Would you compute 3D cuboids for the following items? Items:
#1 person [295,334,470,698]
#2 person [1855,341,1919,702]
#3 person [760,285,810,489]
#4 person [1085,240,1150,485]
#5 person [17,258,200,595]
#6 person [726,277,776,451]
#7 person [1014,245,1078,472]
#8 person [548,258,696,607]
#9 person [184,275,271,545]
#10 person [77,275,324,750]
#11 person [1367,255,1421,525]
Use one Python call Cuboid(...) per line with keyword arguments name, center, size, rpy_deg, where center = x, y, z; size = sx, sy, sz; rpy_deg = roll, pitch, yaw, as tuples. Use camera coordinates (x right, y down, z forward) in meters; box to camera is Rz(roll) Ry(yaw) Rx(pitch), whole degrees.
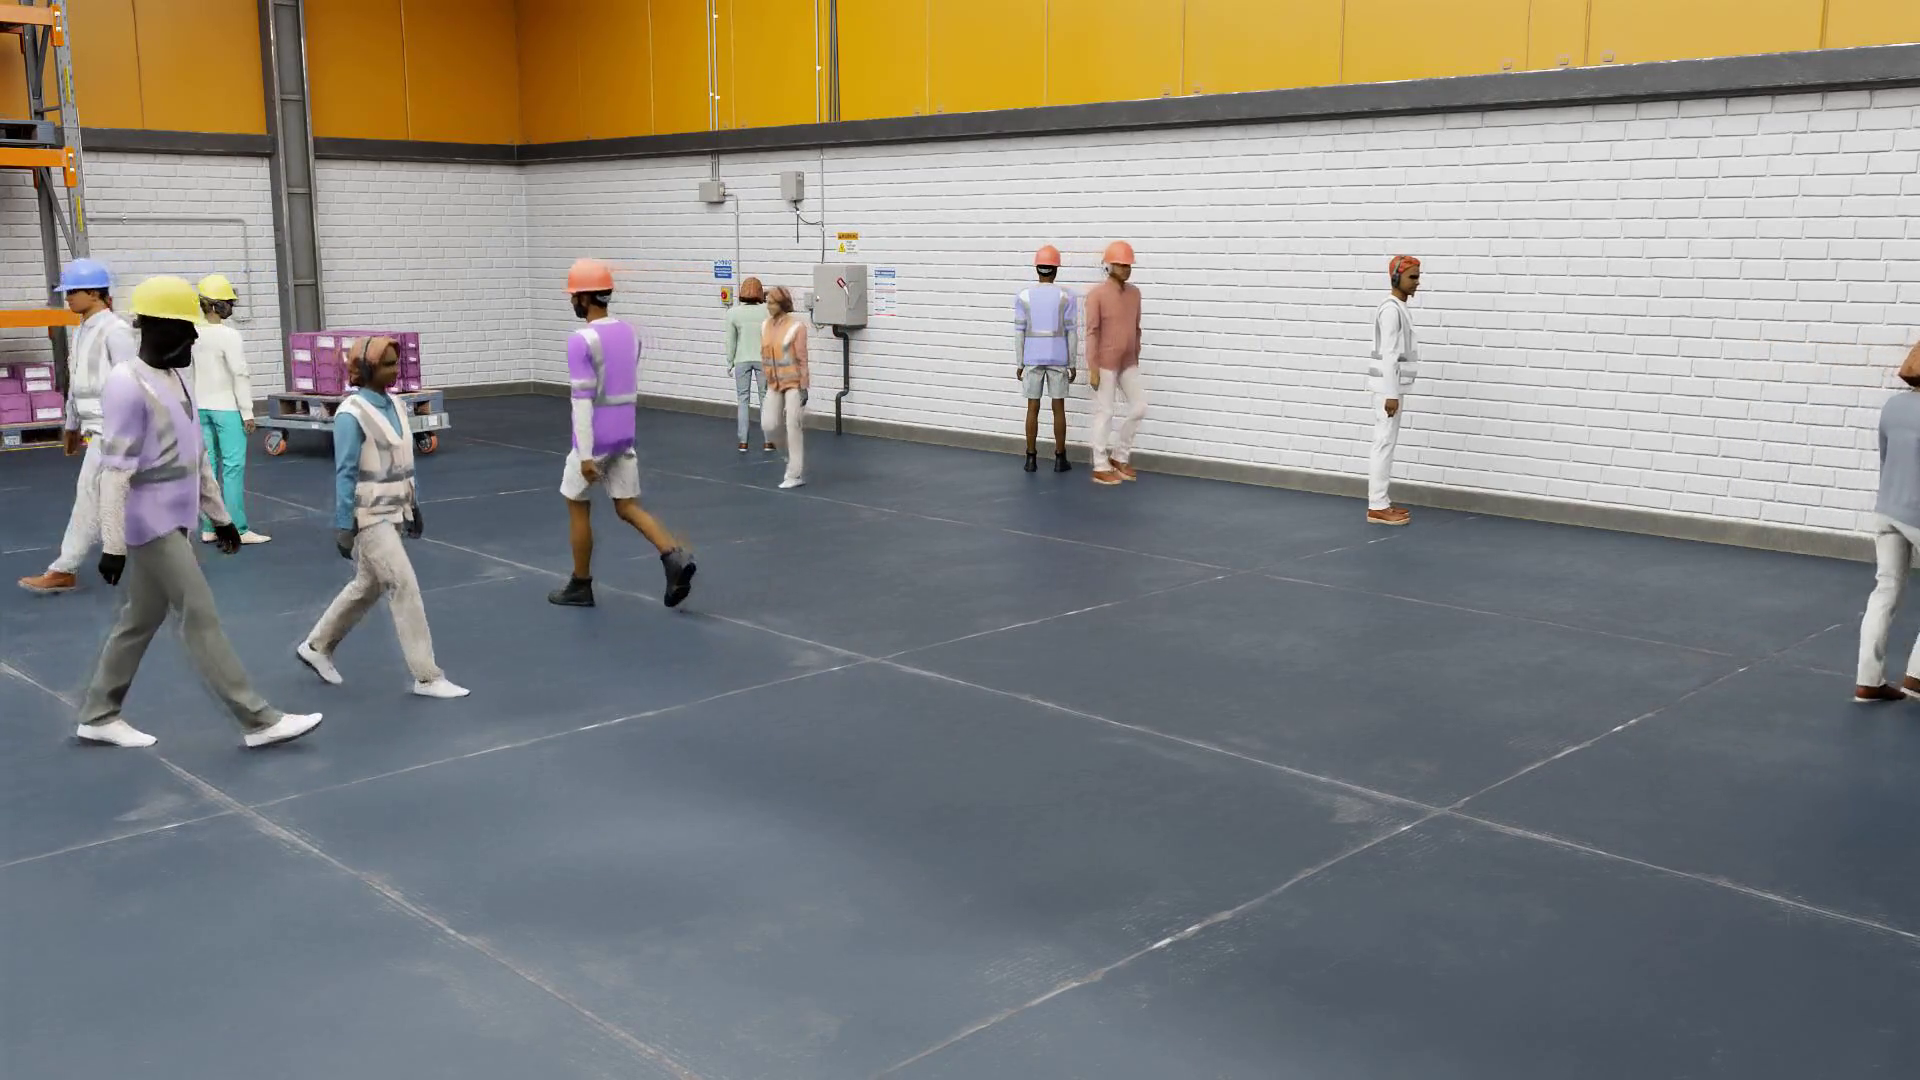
Cuboid(name="person", center=(-2.607, -0.104, 7.312), size=(0.836, 1.606, 0.524), rpy_deg=(1, 10, 7))
Cuboid(name="person", center=(4.138, -0.077, 7.124), size=(0.521, 1.613, 0.517), rpy_deg=(-2, 11, -9))
Cuboid(name="person", center=(-1.390, -1.224, 13.335), size=(0.539, 1.623, 0.381), rpy_deg=(8, 13, 36))
Cuboid(name="person", center=(1.274, -1.420, 13.457), size=(0.659, 1.973, 0.488), rpy_deg=(-9, 13, -39))
Cuboid(name="person", center=(-4.933, -0.664, 9.578), size=(1.019, 1.893, 0.638), rpy_deg=(-10, 14, -43))
Cuboid(name="person", center=(-1.945, -1.649, 15.645), size=(0.504, 1.632, 0.269), rpy_deg=(0, 10, -2))
Cuboid(name="person", center=(0.739, -1.543, 14.242), size=(0.545, 1.938, 0.361), rpy_deg=(1, 10, 8))
Cuboid(name="person", center=(-1.858, -0.551, 8.923), size=(0.832, 1.911, 0.550), rpy_deg=(6, 12, 31))
Cuboid(name="person", center=(-4.821, -0.842, 10.884), size=(0.533, 1.768, 0.310), rpy_deg=(5, 12, 26))
Cuboid(name="person", center=(-3.065, -0.088, 6.494), size=(0.980, 1.870, 0.596), rpy_deg=(-2, 10, -8))
Cuboid(name="person", center=(3.061, -1.059, 11.748), size=(0.346, 1.882, 0.578), rpy_deg=(3, 11, 18))
